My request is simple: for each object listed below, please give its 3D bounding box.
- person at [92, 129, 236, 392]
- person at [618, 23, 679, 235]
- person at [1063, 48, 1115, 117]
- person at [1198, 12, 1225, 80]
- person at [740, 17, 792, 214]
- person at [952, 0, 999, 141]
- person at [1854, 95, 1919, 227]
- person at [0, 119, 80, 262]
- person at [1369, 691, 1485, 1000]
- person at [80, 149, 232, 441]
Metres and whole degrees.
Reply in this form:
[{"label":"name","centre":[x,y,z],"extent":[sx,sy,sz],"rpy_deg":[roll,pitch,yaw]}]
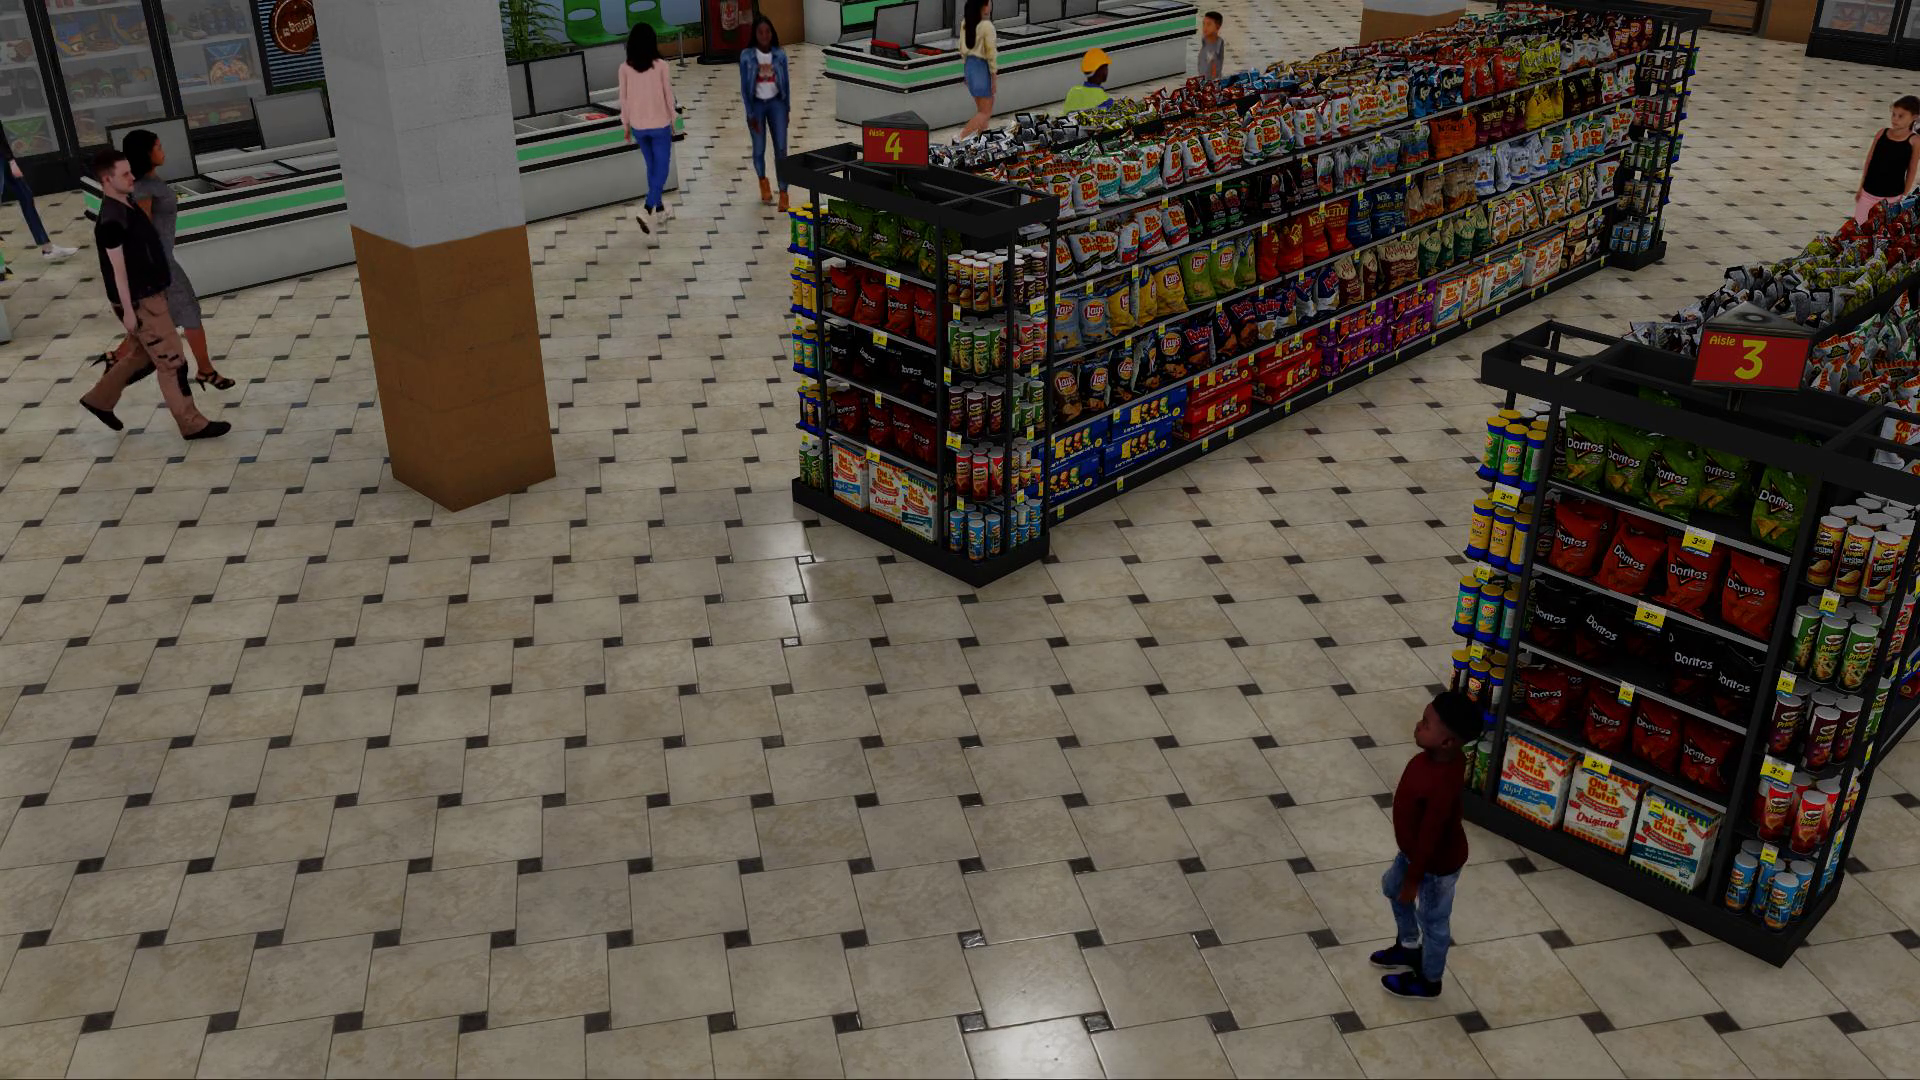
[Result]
[{"label":"person","centre":[-5.246,-1.712,10.693],"extent":[1.130,1.744,0.854],"rpy_deg":[-9,28,-17]},{"label":"person","centre":[-2.649,-3.458,14.143],"extent":[0.985,1.737,1.174],"rpy_deg":[6,28,12]},{"label":"person","centre":[0.921,-2.862,12.927],"extent":[1.207,1.774,0.766],"rpy_deg":[-19,32,-32]},{"label":"person","centre":[2.588,-4.663,16.862],"extent":[0.990,1.427,0.605],"rpy_deg":[-22,34,-37]},{"label":"person","centre":[-1.767,-3.801,14.903],"extent":[1.171,1.662,1.082],"rpy_deg":[-6,28,-12]},{"label":"person","centre":[0.152,-4.566,16.464],"extent":[0.950,1.614,0.656],"rpy_deg":[-23,35,-38]},{"label":"person","centre":[7.021,-2.611,12.665],"extent":[0.518,1.563,0.543],"rpy_deg":[-22,34,-37]},{"label":"person","centre":[-7.716,-2.951,13.128],"extent":[1.215,1.751,0.587],"rpy_deg":[-23,35,-38]},{"label":"person","centre":[1.691,1.074,5.747],"extent":[0.650,1.248,0.557],"rpy_deg":[7,28,13]},{"label":"person","centre":[-5.074,-1.455,10.101],"extent":[1.202,1.821,0.999],"rpy_deg":[-8,28,-16]}]
